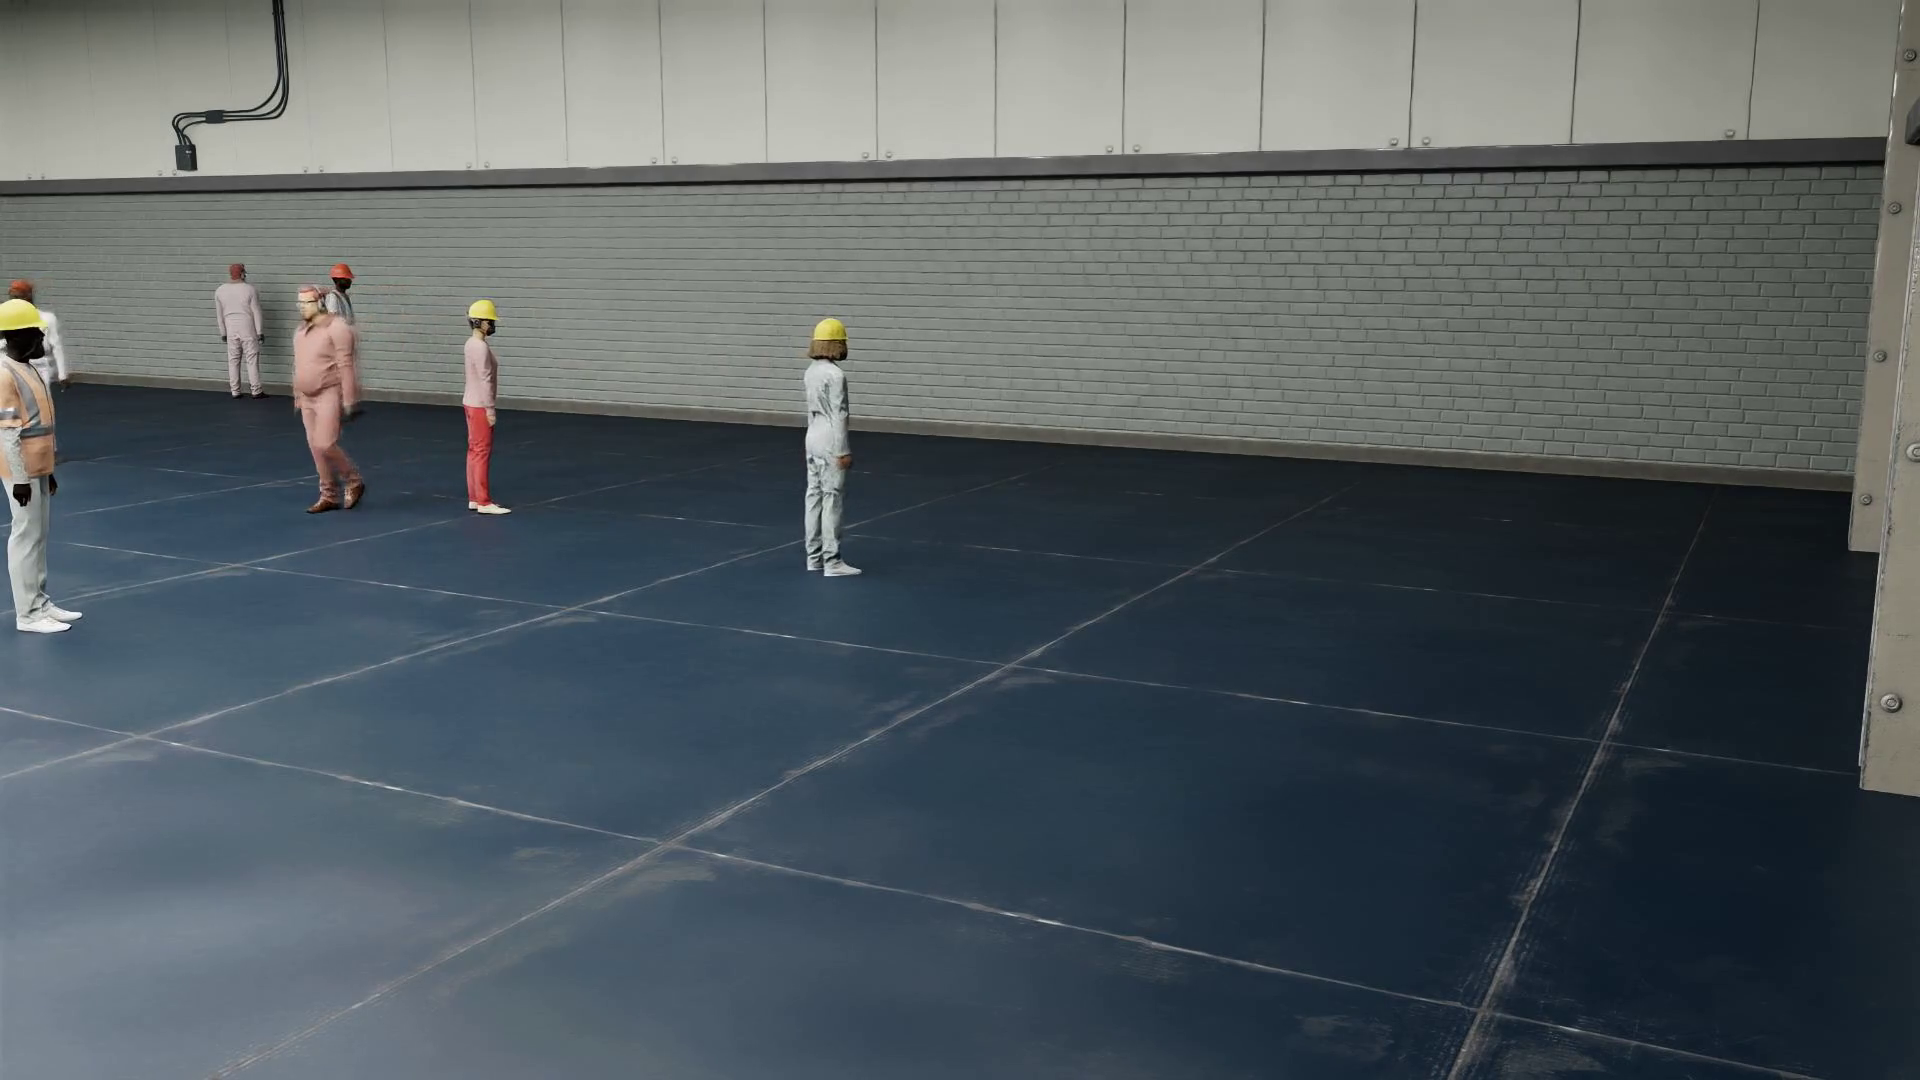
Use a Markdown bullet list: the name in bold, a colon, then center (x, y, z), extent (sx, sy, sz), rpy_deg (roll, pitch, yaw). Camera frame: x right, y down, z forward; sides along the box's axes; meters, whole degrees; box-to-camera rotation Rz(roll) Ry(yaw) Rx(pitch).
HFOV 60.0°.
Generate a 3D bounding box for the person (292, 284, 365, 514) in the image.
- **person**: center (-5.281, -1.155, 13.738), extent (0.681, 1.892, 0.424), rpy_deg (7, 12, 32)

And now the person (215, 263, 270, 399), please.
- **person**: center (-10.093, -2.933, 23.405), extent (0.638, 1.909, 0.408), rpy_deg (1, 10, 3)

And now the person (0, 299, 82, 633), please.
- **person**: center (-5.405, -0.426, 9.669), extent (0.364, 1.930, 0.588), rpy_deg (-3, 11, -16)

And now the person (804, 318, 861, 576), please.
- **person**: center (-0.879, -0.629, 11.311), extent (0.320, 1.742, 0.488), rpy_deg (-6, 12, -29)

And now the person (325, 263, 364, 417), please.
- **person**: center (-7.816, -2.529, 21.114), extent (0.377, 1.938, 0.547), rpy_deg (0, 10, -1)

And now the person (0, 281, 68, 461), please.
- **person**: center (-9.234, -1.623, 16.449), extent (0.607, 1.829, 0.986), rpy_deg (-1, 10, -4)

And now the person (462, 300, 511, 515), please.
- **person**: center (-3.941, -1.094, 13.769), extent (0.329, 1.764, 0.524), rpy_deg (-5, 12, -27)
